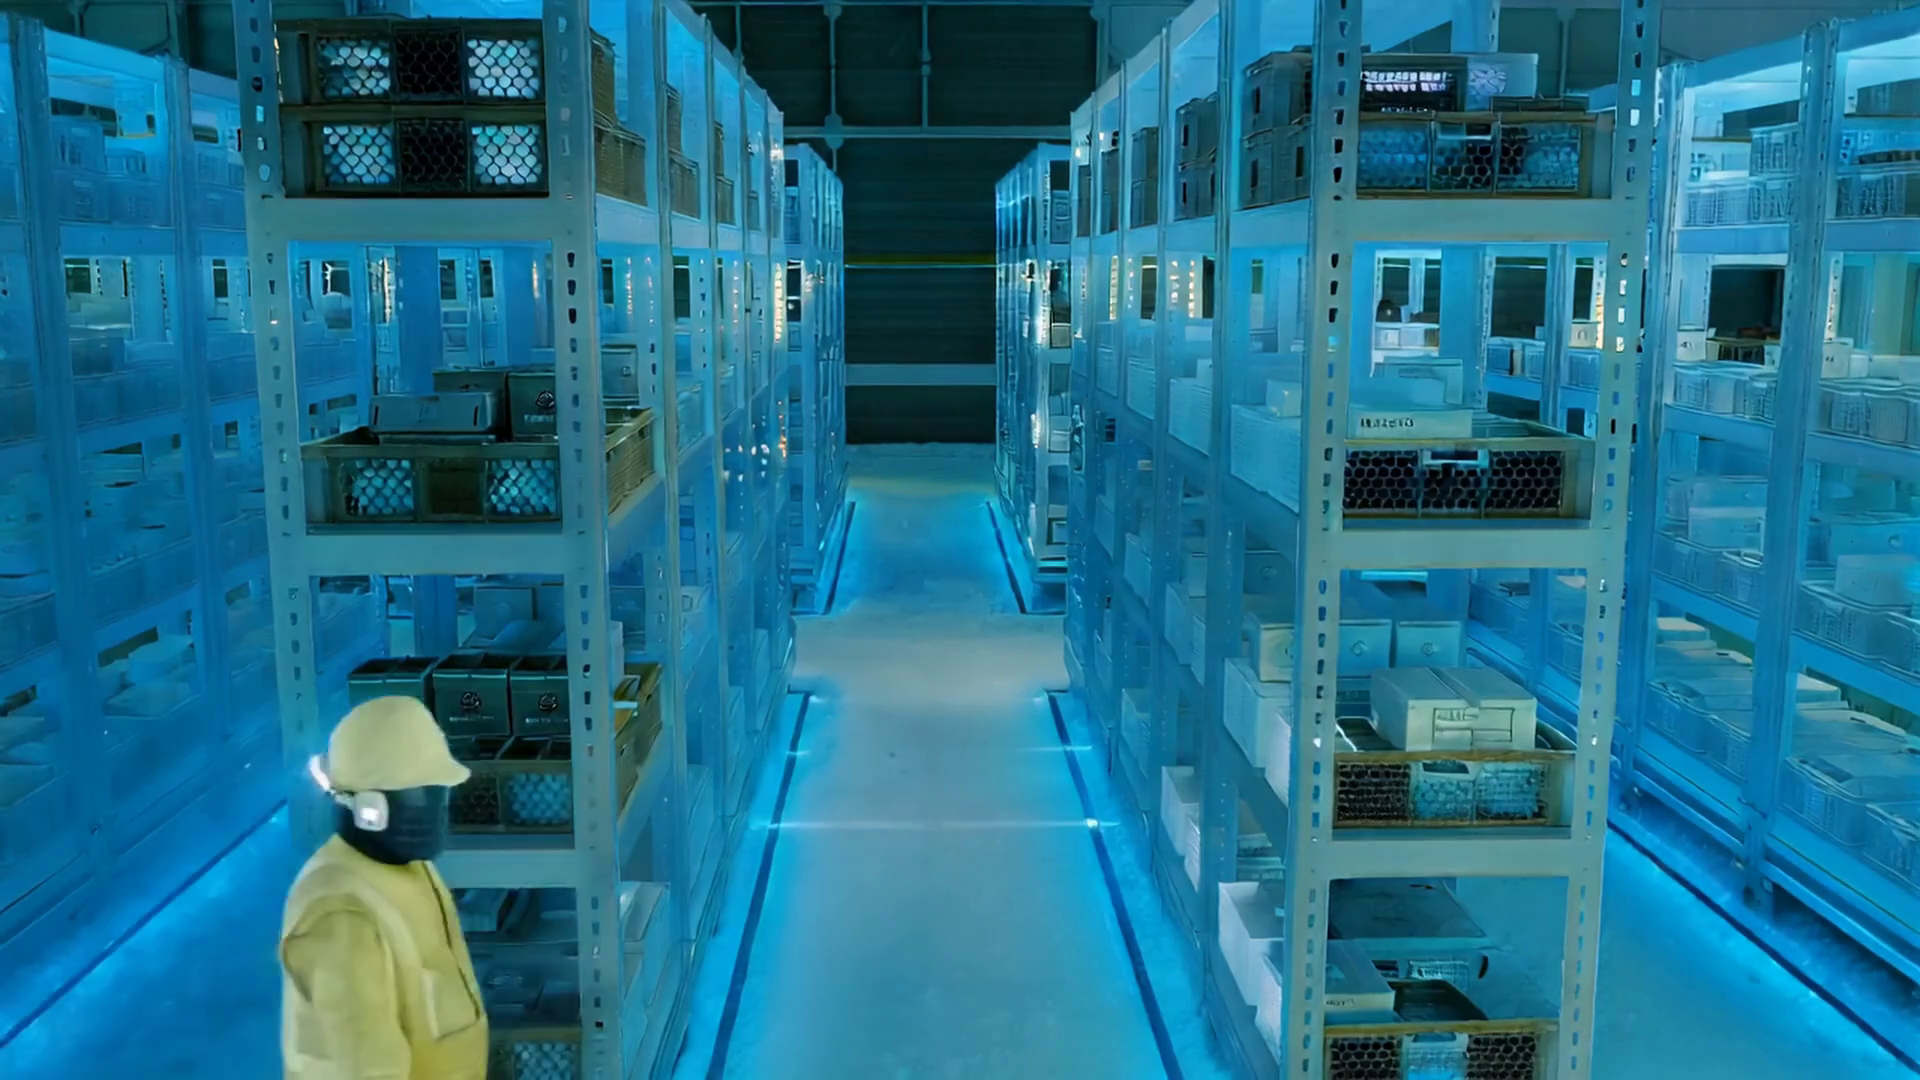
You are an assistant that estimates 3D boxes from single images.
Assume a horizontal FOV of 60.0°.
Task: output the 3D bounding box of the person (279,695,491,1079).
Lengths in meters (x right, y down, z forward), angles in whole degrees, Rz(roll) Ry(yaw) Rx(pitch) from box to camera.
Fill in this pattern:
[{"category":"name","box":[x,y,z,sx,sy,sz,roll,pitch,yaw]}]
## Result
[{"category":"person","box":[-1.092,1.220,3.523,0.806,1.801,0.599,0,9,-1]}]
